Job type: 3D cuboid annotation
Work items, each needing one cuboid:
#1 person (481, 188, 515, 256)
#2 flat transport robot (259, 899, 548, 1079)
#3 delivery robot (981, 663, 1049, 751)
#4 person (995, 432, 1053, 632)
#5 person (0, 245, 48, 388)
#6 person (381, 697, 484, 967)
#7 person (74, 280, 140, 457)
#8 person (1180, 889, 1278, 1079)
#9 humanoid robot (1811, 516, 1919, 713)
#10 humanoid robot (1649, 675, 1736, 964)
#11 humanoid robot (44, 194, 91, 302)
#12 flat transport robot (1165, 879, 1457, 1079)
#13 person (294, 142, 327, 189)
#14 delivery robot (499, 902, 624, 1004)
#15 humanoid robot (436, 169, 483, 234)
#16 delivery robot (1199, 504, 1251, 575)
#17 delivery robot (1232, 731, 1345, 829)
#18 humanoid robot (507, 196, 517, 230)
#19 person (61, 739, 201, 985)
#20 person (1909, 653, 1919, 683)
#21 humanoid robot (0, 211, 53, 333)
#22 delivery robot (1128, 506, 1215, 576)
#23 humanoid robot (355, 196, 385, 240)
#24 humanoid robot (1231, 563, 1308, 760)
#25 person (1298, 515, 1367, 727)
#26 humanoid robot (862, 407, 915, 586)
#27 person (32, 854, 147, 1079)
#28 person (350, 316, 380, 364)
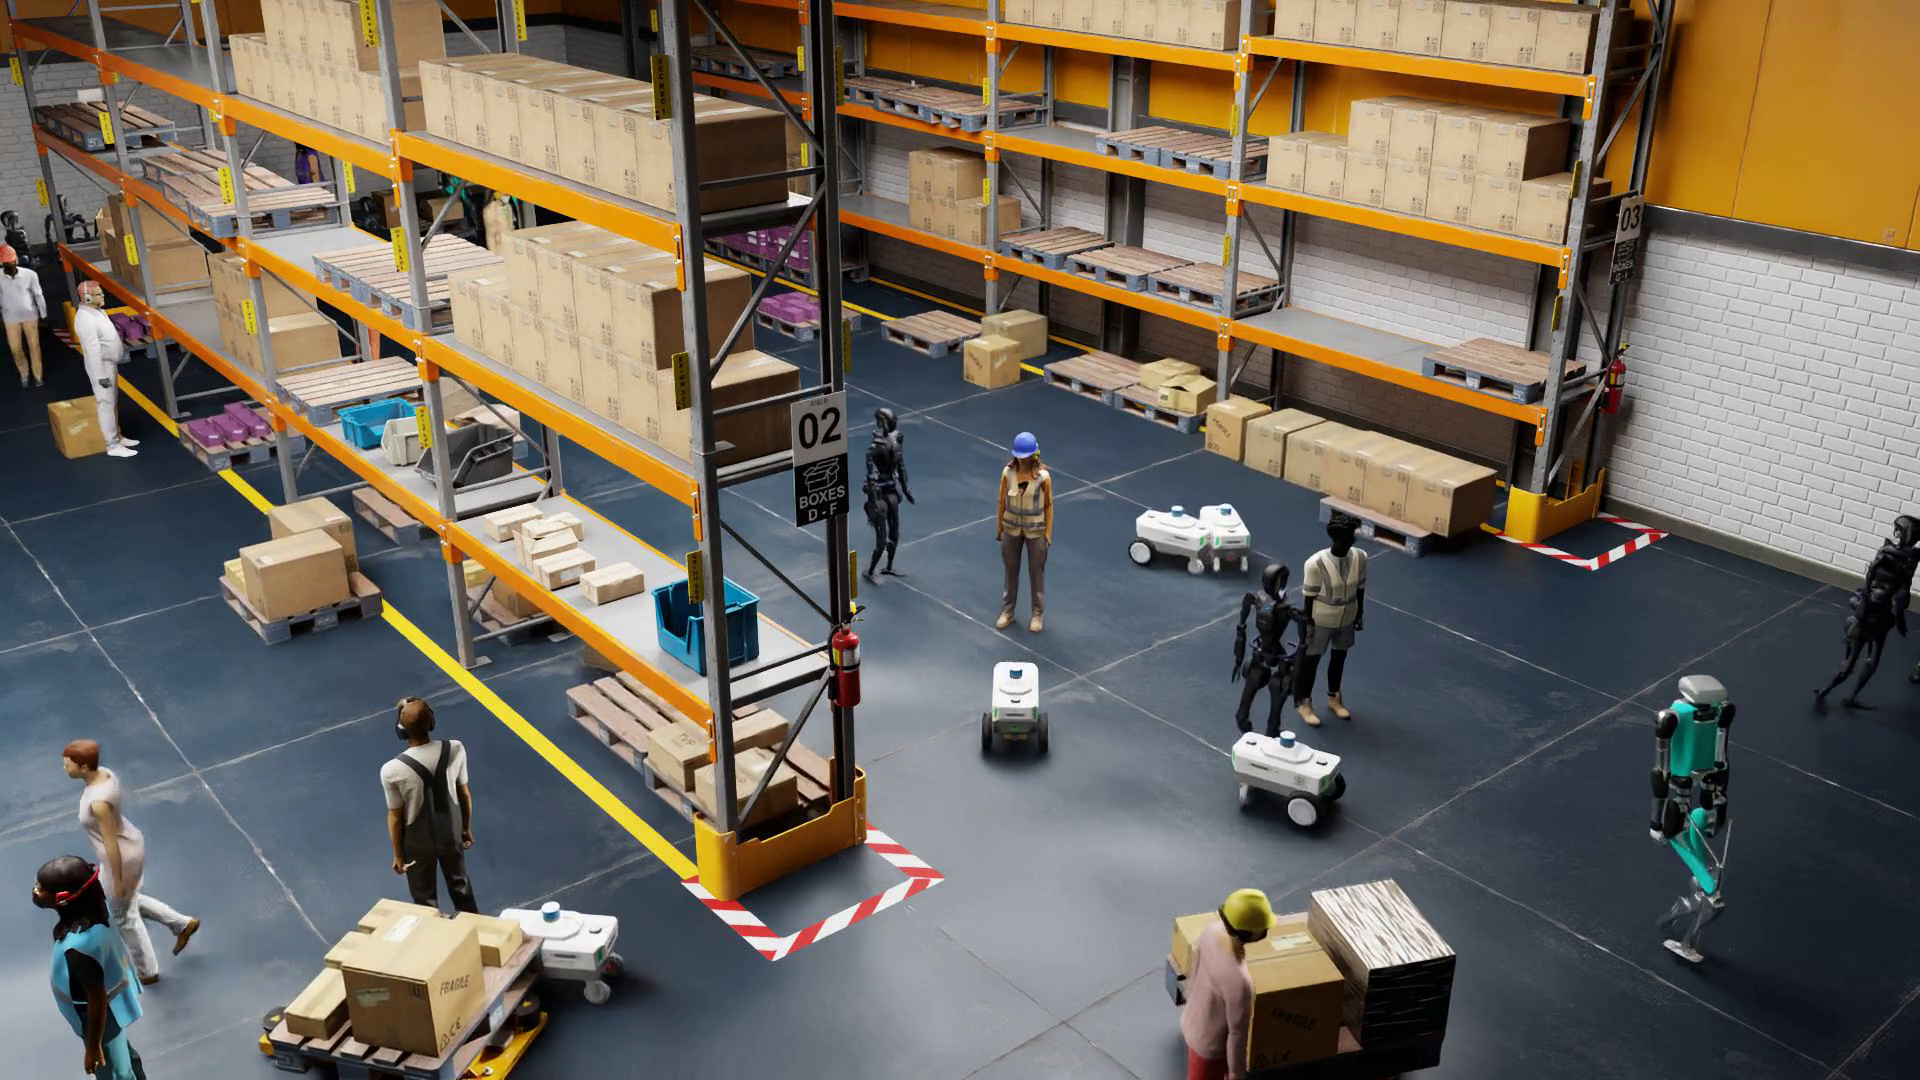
[{"bbox_3d":[-6.277,-3.993,22.892,0.466,1.864,0.575,9,25,20],"label":"person"},{"bbox_3d":[-3.119,2.725,9.333,1.431,0.231,0.659,6,24,14],"label":"flat transport robot"},{"bbox_3d":[0.416,1.206,12.451,0.499,0.565,0.745,1,23,2],"label":"delivery robot"},{"bbox_3d":[0.536,-0.066,13.892,0.481,1.775,0.325,7,24,15],"label":"person"},{"bbox_3d":[-11.280,-2.679,19.981,0.586,1.737,0.466,-13,27,-28],"label":"person"},{"bbox_3d":[-3.055,1.740,9.645,0.499,1.838,0.344,-22,31,-40],"label":"person"},{"bbox_3d":[-9.170,-1.848,17.859,0.407,1.910,0.636,-8,25,-18],"label":"person"},{"bbox_3d":[1.267,2.441,8.147,0.639,1.727,0.532,-3,24,-7],"label":"person"},{"bbox_3d":[6.893,0.559,12.584,0.589,1.643,0.422,-11,26,-25],"label":"humanoid robot"},{"bbox_3d":[4.435,1.752,9.810,0.534,1.802,0.866,-8,25,-18],"label":"humanoid robot"},{"bbox_3d":[-12.403,-4.025,23.230,0.609,1.644,0.665,-5,24,-12],"label":"humanoid robot"},{"bbox_3d":[1.858,2.751,9.272,0.659,0.231,1.431,-6,24,-13],"label":"flat transport robot"},{"bbox_3d":[-10.373,-5.630,26.602,0.428,1.924,0.528,-20,31,-39],"label":"person"},{"bbox_3d":[-2.391,2.402,9.744,0.815,0.614,0.499,3,24,6],"label":"delivery robot"},{"bbox_3d":[-8.253,-5.885,27.523,0.818,1.869,0.545,16,28,33],"label":"humanoid robot"},{"bbox_3d":[2.439,-0.040,15.400,0.499,0.614,0.804,-2,23,-4],"label":"delivery robot"},{"bbox_3d":[2.286,1.627,11.537,0.784,0.613,0.499,14,27,29],"label":"delivery robot"},{"bbox_3d":[-7.180,-5.540,26.725,0.542,1.853,0.882,-18,29,-35],"label":"humanoid robot"},{"bbox_3d":[-4.803,1.840,9.624,0.436,1.645,0.482,-9,25,-19],"label":"person"},{"bbox_3d":[7.807,0.259,12.962,0.546,1.924,0.382,14,27,29],"label":"person"},{"bbox_3d":[-12.450,-3.585,22.166,0.612,1.637,0.349,17,29,35],"label":"humanoid robot"},{"bbox_3d":[1.961,-0.019,15.345,0.788,0.610,0.499,14,27,30],"label":"delivery robot"},{"bbox_3d":[-8.115,-3.921,22.946,0.397,1.641,0.593,9,25,20],"label":"humanoid robot"},{"bbox_3d":[2.201,0.906,11.787,0.597,1.646,0.329,18,29,36],"label":"humanoid robot"},{"bbox_3d":[2.792,0.589,12.481,0.533,1.693,0.320,-8,25,-18],"label":"person"},{"bbox_3d":[-0.661,-0.409,14.819,0.356,1.655,0.601,14,27,29],"label":"humanoid robot"},{"bbox_3d":[-4.220,2.354,8.178,0.391,1.866,0.521,-10,25,-21],"label":"person"},{"bbox_3d":[-7.156,-2.705,20.030,0.507,1.757,0.332,14,27,28],"label":"person"}]
